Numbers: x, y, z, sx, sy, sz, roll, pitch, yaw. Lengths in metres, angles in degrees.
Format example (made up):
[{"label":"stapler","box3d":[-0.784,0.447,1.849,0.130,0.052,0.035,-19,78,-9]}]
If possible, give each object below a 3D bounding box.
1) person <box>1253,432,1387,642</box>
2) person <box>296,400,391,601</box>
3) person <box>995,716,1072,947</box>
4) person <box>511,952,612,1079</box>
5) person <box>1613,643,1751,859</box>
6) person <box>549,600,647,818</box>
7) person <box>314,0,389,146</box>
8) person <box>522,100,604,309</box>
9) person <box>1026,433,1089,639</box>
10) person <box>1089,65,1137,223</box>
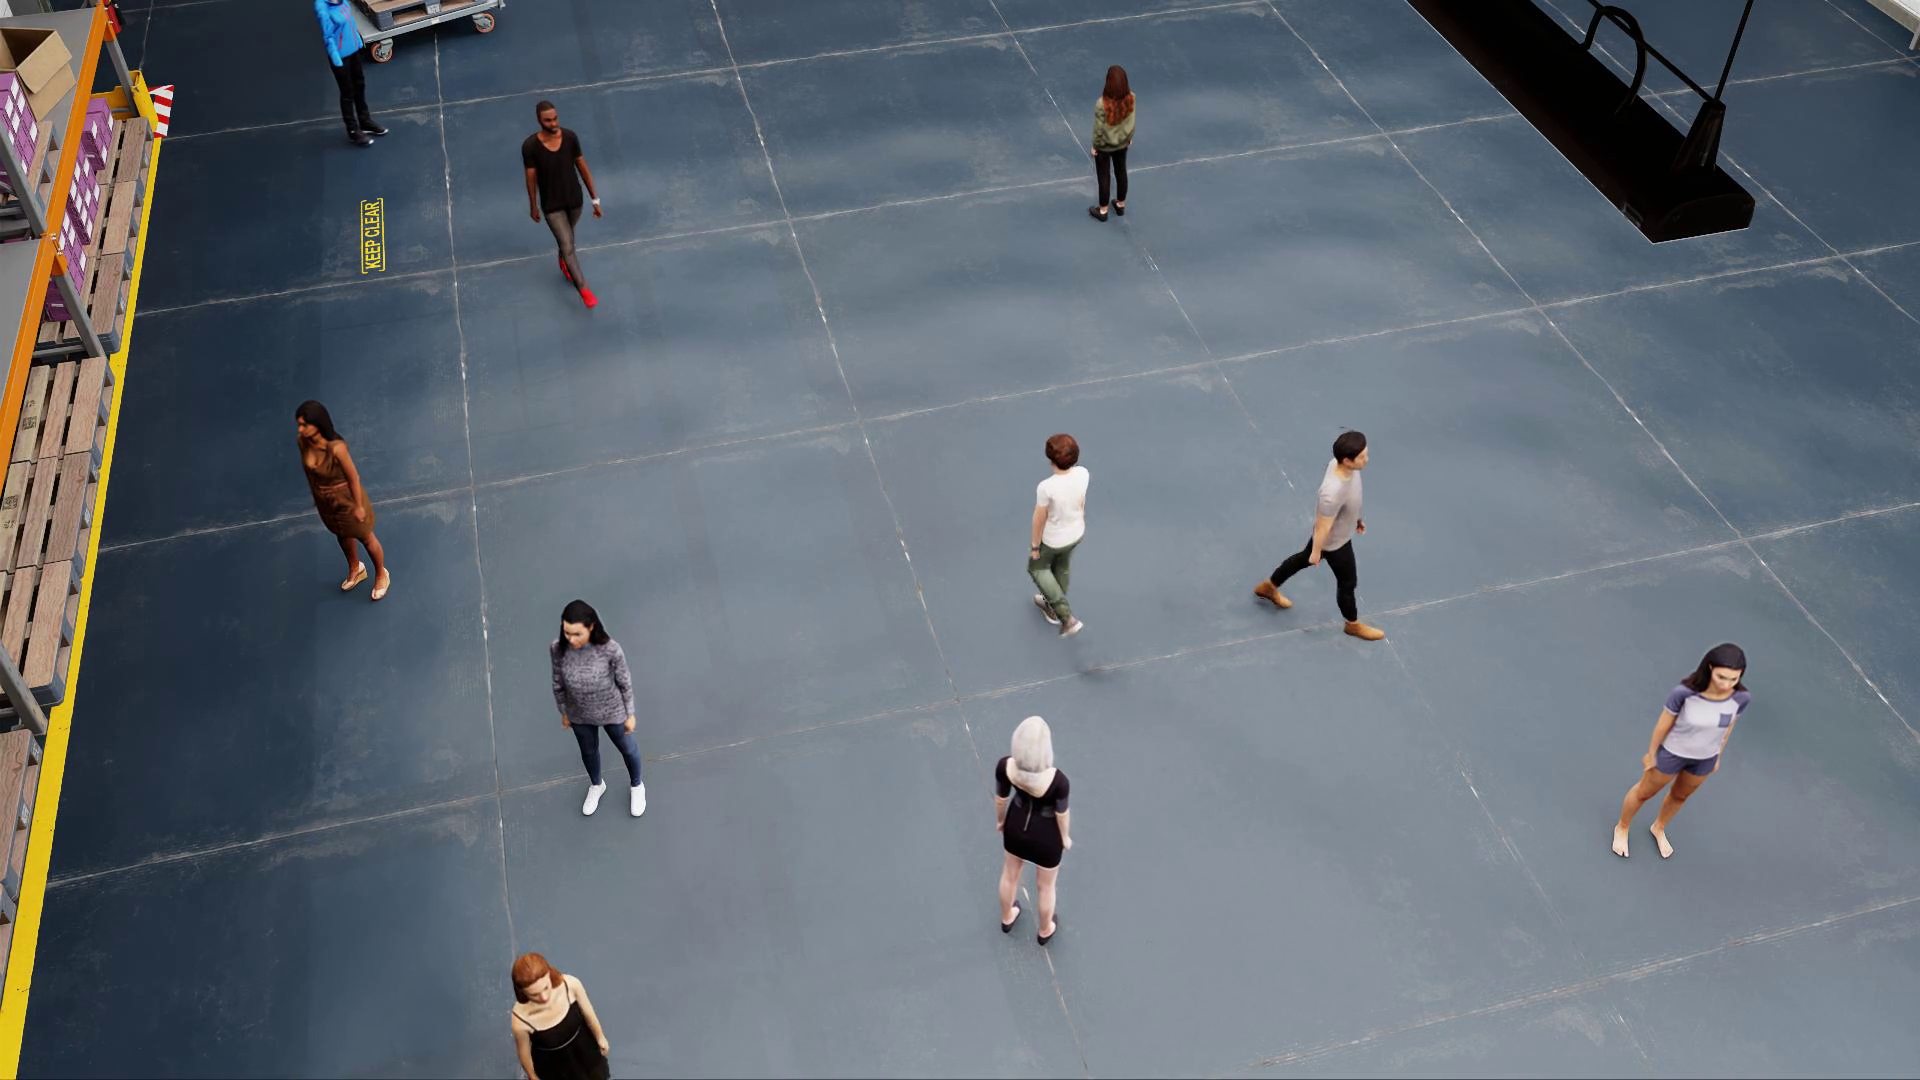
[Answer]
[{"label":"person","box3d":[2.385,-0.068,11.024,1.088,1.678,1.169,14,45,14]},{"label":"person","box3d":[-4.176,-0.274,11.231,0.637,1.690,0.681,17,46,17]},{"label":"person","box3d":[0.396,1.616,9.146,0.641,1.830,0.675,17,46,17]},{"label":"person","box3d":[-2.028,2.521,8.359,1.005,1.604,0.856,34,53,31]},{"label":"person","box3d":[4.201,1.223,9.628,0.643,1.733,0.598,2,44,2]},{"label":"person","box3d":[-2.146,0.990,9.873,0.669,1.733,0.624,2,44,2]},{"label":"person","box3d":[-5.822,-4.592,15.685,0.751,1.798,0.636,11,45,11]},{"label":"person","box3d":[-3.365,-2.871,13.905,0.938,1.762,1.240,-25,49,-24]},{"label":"person","box3d":[0.695,0.015,10.962,0.709,1.642,0.900,-23,48,-22]},{"label":"person","box3d":[1.362,-3.536,14.810,0.613,1.475,0.561,-18,46,-18]}]
